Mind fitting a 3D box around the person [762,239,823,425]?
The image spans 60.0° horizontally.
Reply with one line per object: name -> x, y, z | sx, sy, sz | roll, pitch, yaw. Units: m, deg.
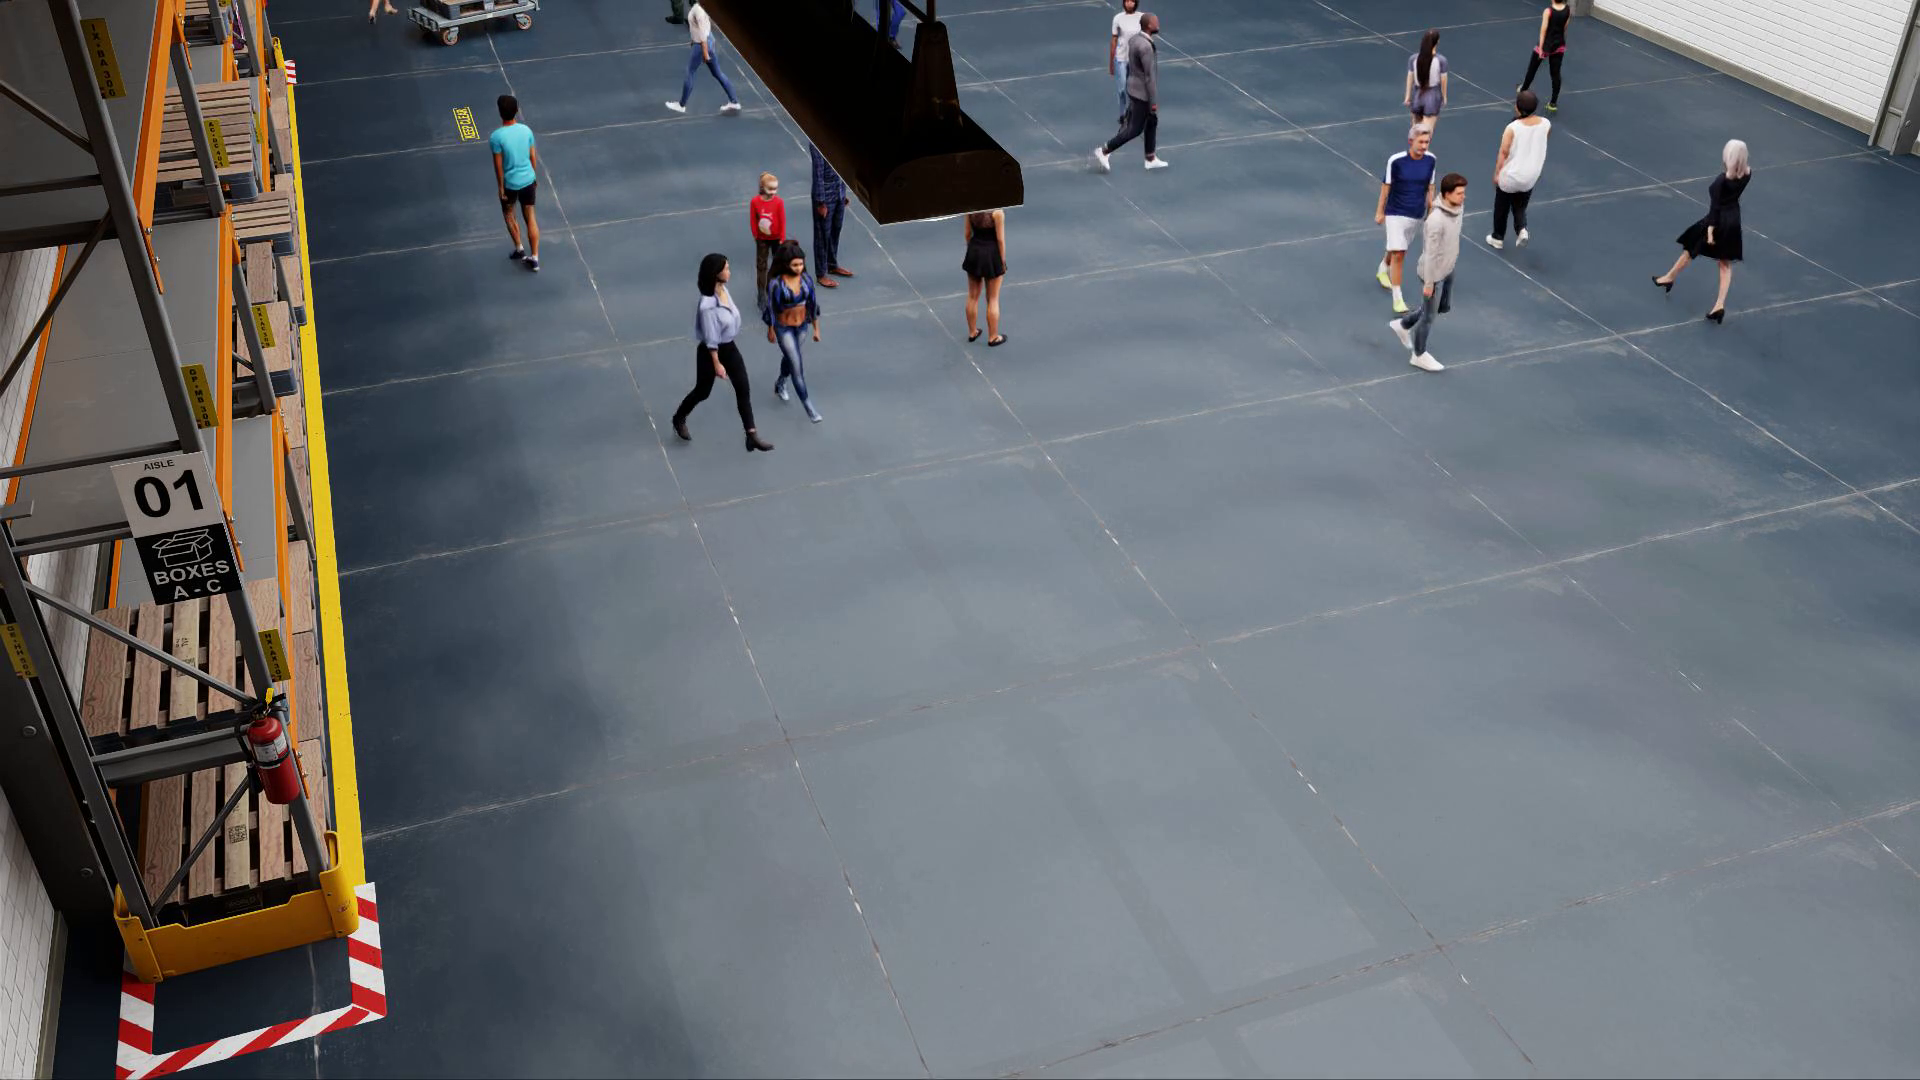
person -> -1.469, -1.803, 14.169 | 0.797, 1.566, 1.137 | -20, 38, -27

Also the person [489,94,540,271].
person -> -4.362, -3.523, 16.583 | 0.712, 1.758, 0.766 | -21, 39, -29

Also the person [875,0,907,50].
person -> -1.057, -7.550, 22.600 | 0.800, 1.804, 0.796 | 27, 42, 34

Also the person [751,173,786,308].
person -> -1.843, -2.971, 16.214 | 0.668, 1.248, 0.959 | -1, 34, -1

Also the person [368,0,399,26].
person -> -8.292, -8.175, 23.575 | 1.108, 1.765, 1.193 | 11, 35, 16

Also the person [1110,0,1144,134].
person -> 2.028, -5.761, 19.994 | 0.709, 1.709, 0.747 | 2, 34, 3

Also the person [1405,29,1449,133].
person -> 5.248, -4.907, 18.795 | 1.043, 1.616, 0.987 | 23, 40, 31

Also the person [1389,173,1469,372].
person -> 4.175, -2.423, 14.851 | 0.992, 1.843, 0.903 | 24, 41, 32

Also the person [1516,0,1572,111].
person -> 7.391, -6.105, 20.693 | 0.687, 1.509, 1.070 | -5, 34, -7

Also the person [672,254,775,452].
person -> -2.065, -1.490, 13.580 | 1.209, 1.697, 1.165 | 15, 36, 21

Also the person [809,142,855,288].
person -> -1.302, -3.425, 16.382 | 0.810, 1.818, 0.765 | 18, 37, 25

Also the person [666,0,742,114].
person -> -3.066, -6.046, 20.458 | 1.021, 1.670, 1.168 | 4, 34, 5

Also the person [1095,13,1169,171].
person -> 1.958, -5.031, 18.826 | 1.011, 1.787, 1.147 | 0, 34, 0

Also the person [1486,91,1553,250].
person -> 5.716, -3.743, 16.987 | 0.714, 1.677, 0.778 | -7, 34, -10

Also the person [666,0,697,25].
person -> -3.835, -8.183, 23.535 | 0.938, 1.824, 0.867 | 19, 38, 26

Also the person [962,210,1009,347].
person -> 0.219, -2.586, 15.252 | 0.667, 1.672, 0.742 | 20, 38, 27

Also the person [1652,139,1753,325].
person -> 7.210, -2.871, 15.651 | 0.621, 1.704, 1.134 | -13, 36, -18

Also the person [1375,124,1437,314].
person -> 4.241, -3.155, 16.006 | 0.754, 1.783, 1.210 | -7, 34, -10
